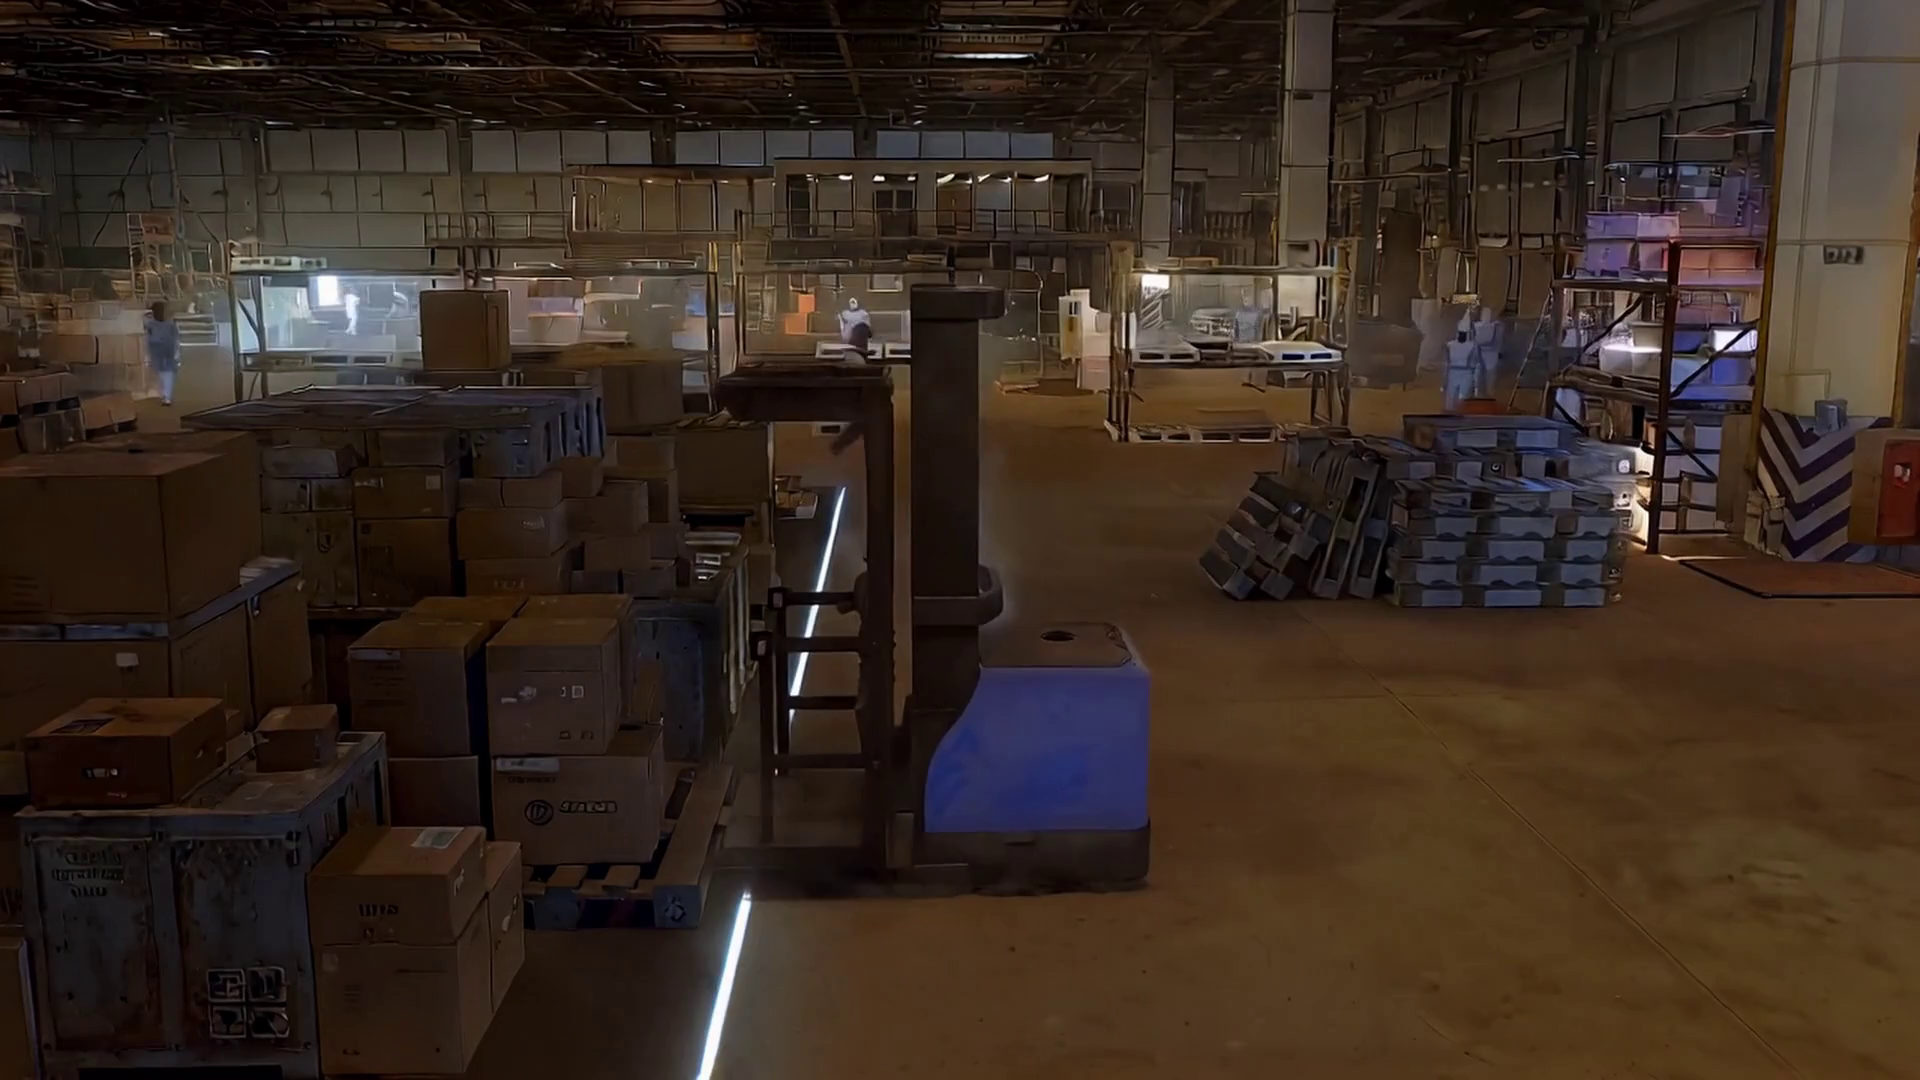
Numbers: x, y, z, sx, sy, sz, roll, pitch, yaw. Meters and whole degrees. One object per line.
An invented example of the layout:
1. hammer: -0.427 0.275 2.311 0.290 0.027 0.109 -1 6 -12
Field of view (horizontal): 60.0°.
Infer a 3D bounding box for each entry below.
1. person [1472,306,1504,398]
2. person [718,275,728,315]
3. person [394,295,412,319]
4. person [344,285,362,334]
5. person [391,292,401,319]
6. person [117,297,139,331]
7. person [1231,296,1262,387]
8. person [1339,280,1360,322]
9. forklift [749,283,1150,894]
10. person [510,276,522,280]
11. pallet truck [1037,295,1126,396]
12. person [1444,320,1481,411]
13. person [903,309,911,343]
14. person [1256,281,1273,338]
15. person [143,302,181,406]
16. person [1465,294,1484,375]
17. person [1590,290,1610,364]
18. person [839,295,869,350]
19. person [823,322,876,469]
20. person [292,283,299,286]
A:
1. person: 10.170 -3.602 32.068 0.625 1.810 0.929 7 12 34
2. person: -8.058 -8.030 56.357 0.406 1.925 0.543 -3 11 -17
3. person: -12.230 -4.436 36.508 1.037 1.889 0.550 4 11 21
4. person: -17.131 -6.274 46.857 0.532 1.836 0.843 4 11 21
5. person: -15.053 -5.798 44.587 0.910 1.688 0.505 3 11 17
6. person: -19.580 -4.834 39.136 0.543 1.717 0.895 1 10 6
7. person: 5.971 -4.139 34.731 0.623 1.905 0.610 3 11 17
8. person: 11.341 -6.616 48.475 0.612 1.929 0.652 -1 10 -7
9. forklift: -0.057 0.174 8.009 1.873 2.768 1.129 0 10 -2
10. person: -18.052 -10.016 67.673 0.518 1.845 0.335 -1 10 -4
11. pallet truck: 2.483 -3.881 33.060 1.885 1.965 0.823 -7 13 -36
12. person: 7.628 -2.415 25.271 0.588 1.871 0.995 9 13 41
13. person: -0.889 -4.407 36.365 0.589 1.857 0.738 7 12 35
14. person: 9.763 -7.286 52.632 1.005 1.789 0.644 -6 12 -29
15. person: -14.893 -3.487 31.074 0.613 1.936 0.923 -2 10 -12
16. person: 11.777 -4.681 37.974 0.760 1.842 0.542 6 12 32
17. person: 16.012 -5.379 41.412 0.389 1.996 0.612 -1 10 -6
18. person: -2.232 -4.209 35.118 0.636 1.921 0.585 0 10 2
19. person: -1.362 -1.862 21.695 0.842 2.000 0.690 0 10 2
20. person: -18.850 -6.385 47.366 0.615 1.864 1.023 4 11 20
